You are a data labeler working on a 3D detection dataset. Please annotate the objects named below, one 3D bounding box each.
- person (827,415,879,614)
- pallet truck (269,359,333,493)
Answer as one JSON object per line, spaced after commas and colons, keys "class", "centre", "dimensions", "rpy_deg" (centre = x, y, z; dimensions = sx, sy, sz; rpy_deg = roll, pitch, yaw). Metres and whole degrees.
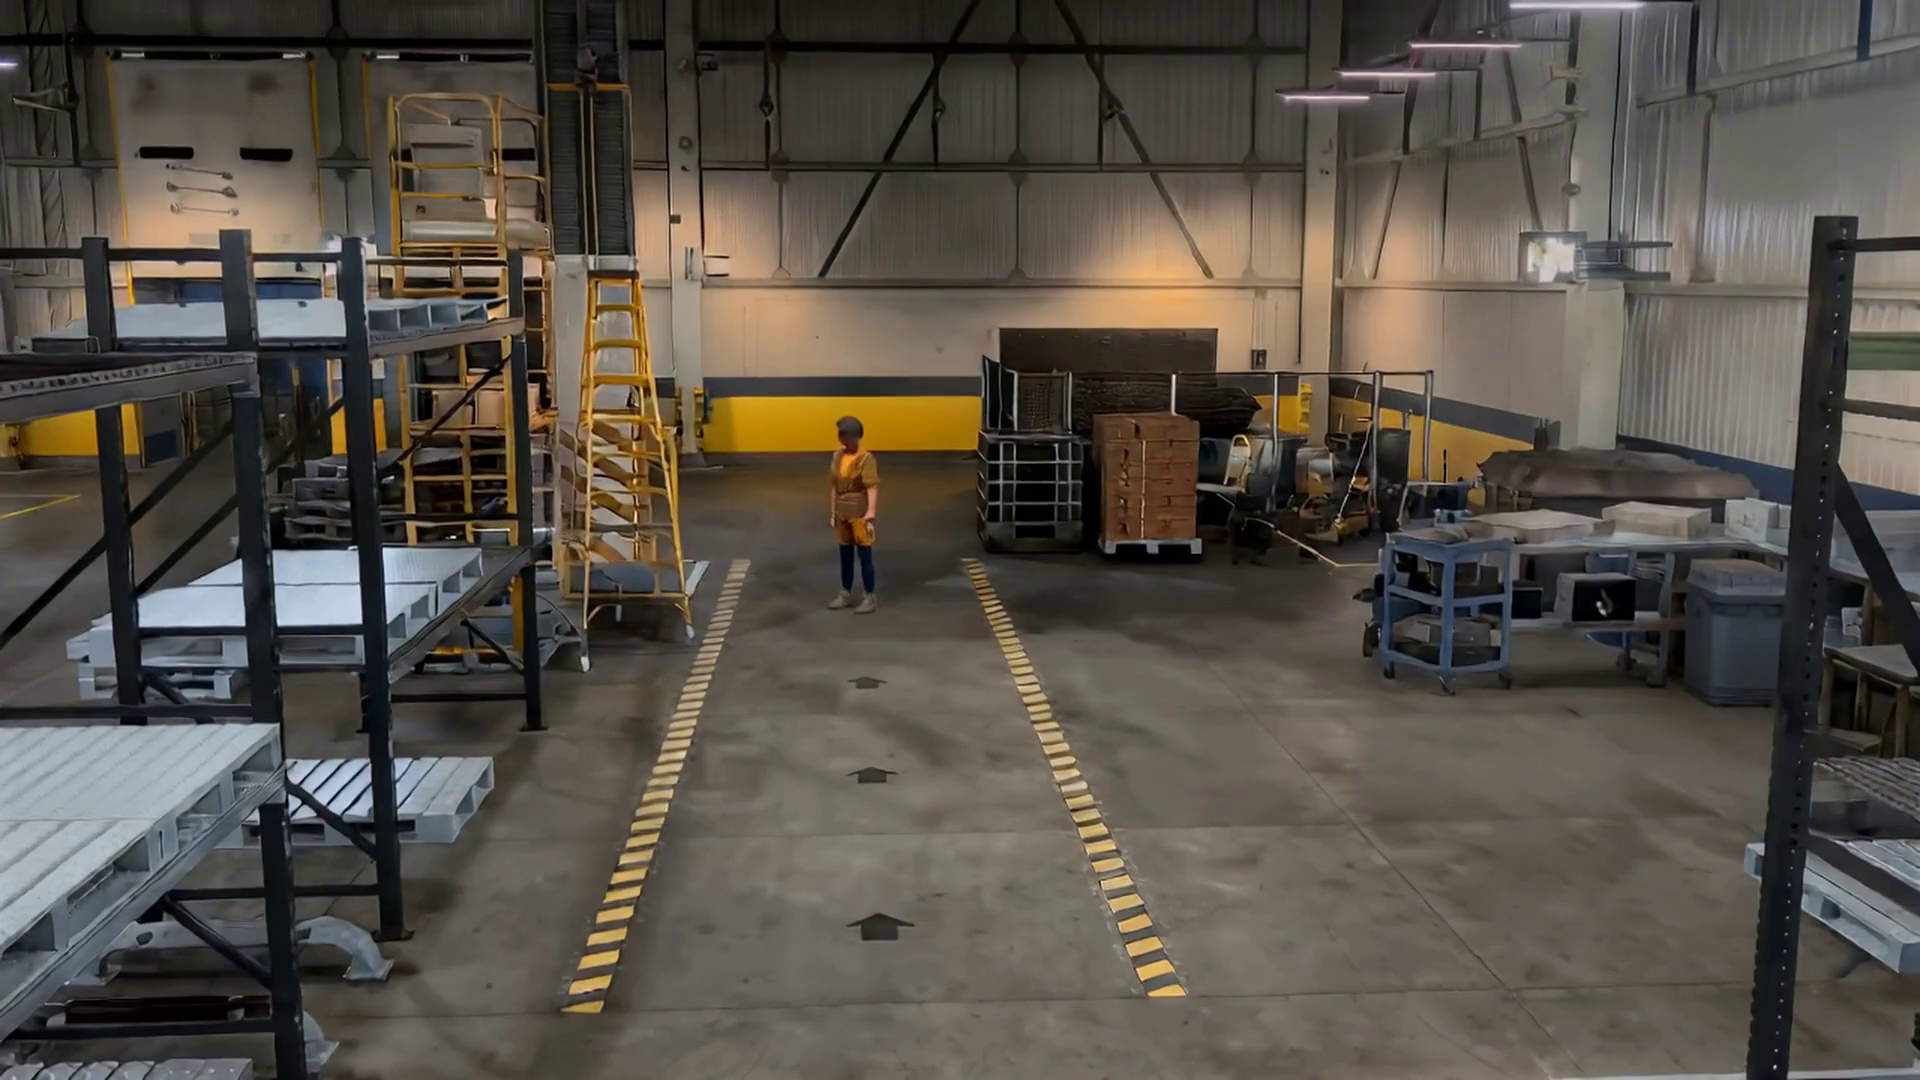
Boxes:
{"class": "person", "centre": [-0.914, -0.217, 14.184], "dimensions": [0.538, 1.698, 0.320], "rpy_deg": [8, 12, 42]}
{"class": "pallet truck", "centre": [-7.062, -1.131, 18.996], "dimensions": [1.885, 1.965, 0.823], "rpy_deg": [2, 9, 13]}
